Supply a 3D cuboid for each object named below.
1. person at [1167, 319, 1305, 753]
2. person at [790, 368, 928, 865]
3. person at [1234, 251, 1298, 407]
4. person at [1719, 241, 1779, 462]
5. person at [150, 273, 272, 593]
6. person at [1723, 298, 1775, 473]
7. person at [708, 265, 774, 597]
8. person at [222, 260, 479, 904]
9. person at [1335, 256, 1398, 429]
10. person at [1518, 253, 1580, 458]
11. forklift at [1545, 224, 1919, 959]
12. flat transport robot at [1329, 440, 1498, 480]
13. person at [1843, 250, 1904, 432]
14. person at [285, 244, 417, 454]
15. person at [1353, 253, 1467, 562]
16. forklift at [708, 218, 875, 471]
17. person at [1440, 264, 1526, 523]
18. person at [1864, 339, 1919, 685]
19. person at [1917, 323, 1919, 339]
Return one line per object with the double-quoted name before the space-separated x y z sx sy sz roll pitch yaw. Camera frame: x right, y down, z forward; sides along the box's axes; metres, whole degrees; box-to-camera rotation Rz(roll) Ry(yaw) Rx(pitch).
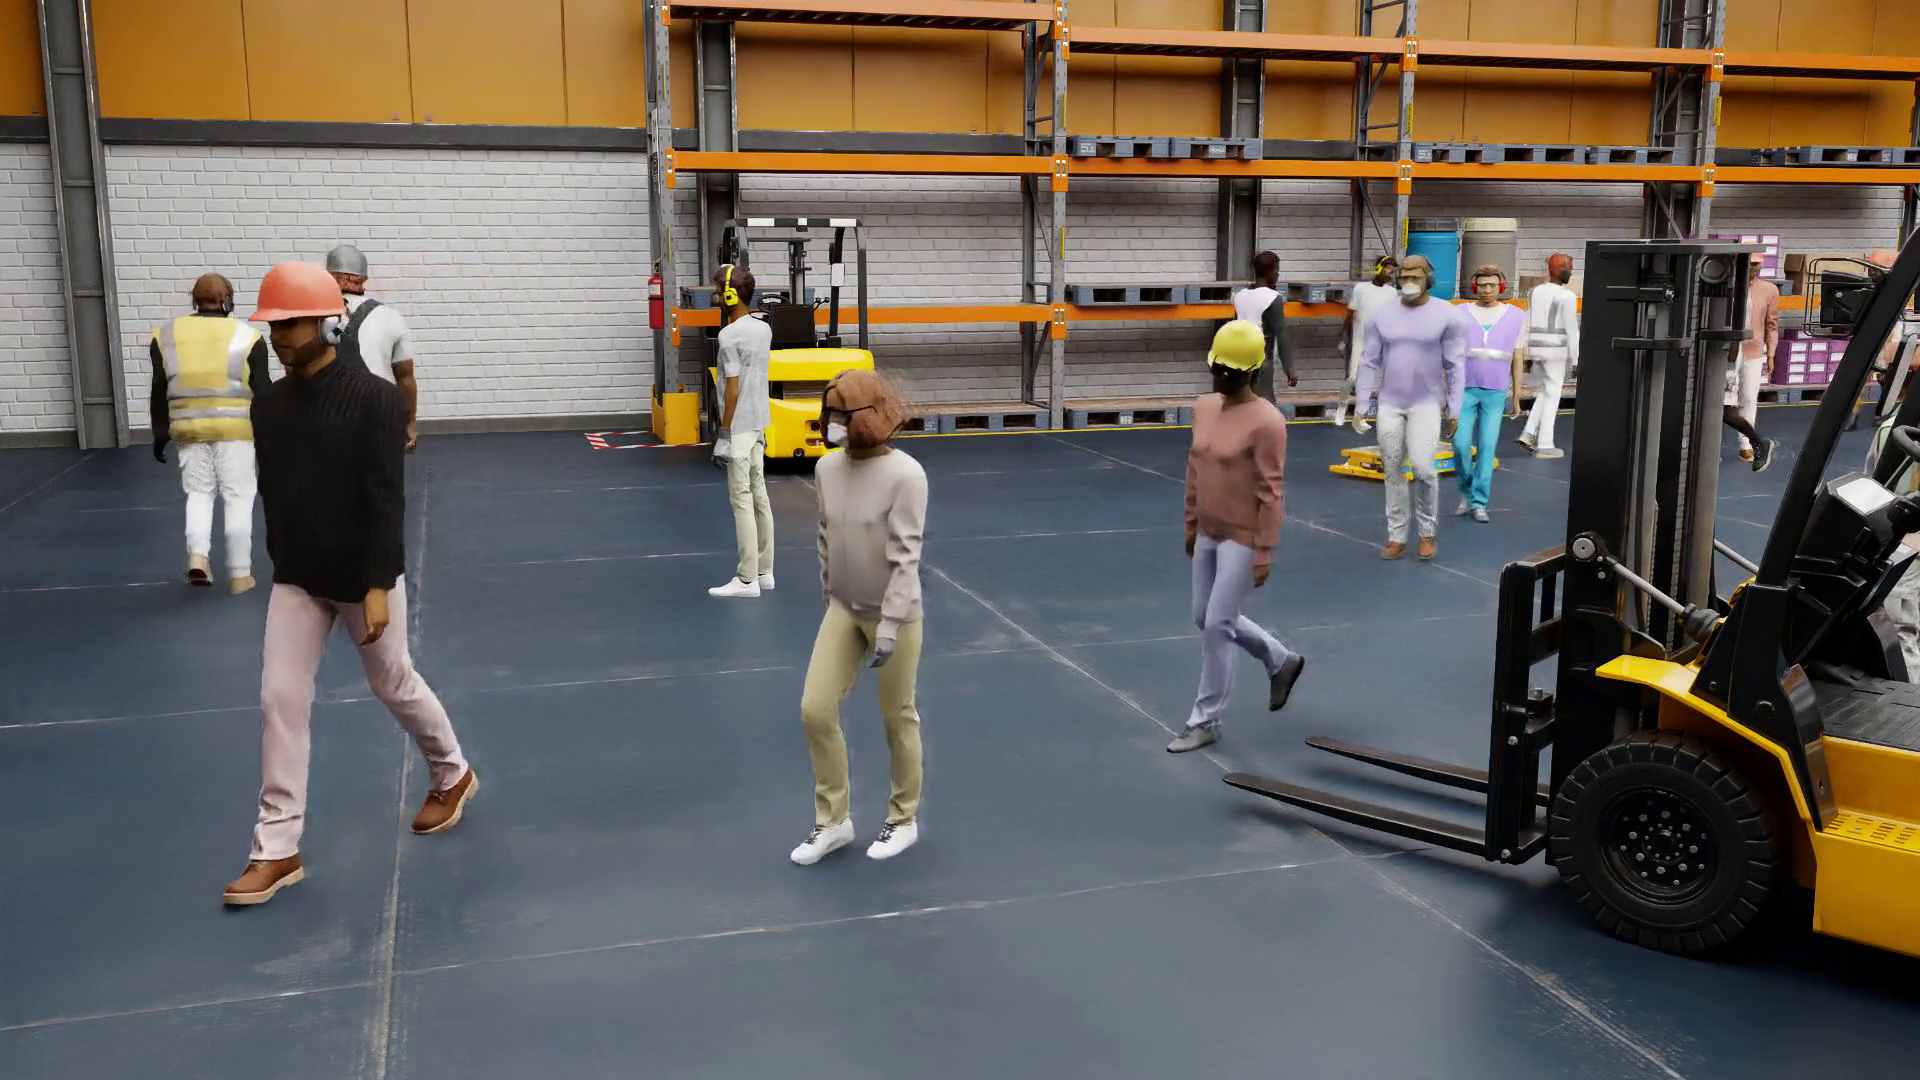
"person" 1.146 -0.015 6.551 0.654 1.719 0.554 -5 12 -27
"person" -0.323 0.267 5.300 0.499 1.610 0.575 8 13 37
"person" 2.571 -1.477 14.057 0.525 1.896 0.593 -3 11 -18
"person" 7.009 -1.679 14.938 0.619 1.985 0.409 1 10 7
"person" -4.226 -0.593 9.443 0.680 1.824 0.444 -2 10 -10
"person" 6.412 -1.474 13.912 0.794 1.942 0.620 -1 10 -6
"person" -1.238 -0.604 9.386 0.328 1.861 0.509 4 11 19
"person" -1.970 0.089 5.323 0.605 1.958 0.996 3 11 17
"person" 4.283 -2.074 17.527 0.571 1.827 0.601 -2 11 -12
"person" 5.414 -1.672 15.187 0.412 1.874 0.618 -4 11 -21
"forklift" 2.909 0.117 4.508 2.313 2.155 1.214 9 14 40
"flat transport robot" 3.886 -0.689 14.203 1.431 0.197 0.652 -8 13 -36
"person" 9.640 -2.094 17.485 0.979 1.896 0.552 -8 13 -38
"person" -3.457 -0.708 9.455 0.705 2.000 0.876 -2 11 -11
"person" 2.780 -0.807 10.335 0.648 1.924 0.473 6 12 32
"forklift" -1.522 -1.778 14.899 1.214 2.155 2.313 -3 11 -17
"person" 3.720 -1.049 11.902 0.576 1.834 0.511 2 11 12
"person" 3.615 0.053 6.376 0.515 1.641 0.314 -9 14 -40
"person" 5.914 -0.751 10.030 0.412 1.913 0.618 -1 10 -4
